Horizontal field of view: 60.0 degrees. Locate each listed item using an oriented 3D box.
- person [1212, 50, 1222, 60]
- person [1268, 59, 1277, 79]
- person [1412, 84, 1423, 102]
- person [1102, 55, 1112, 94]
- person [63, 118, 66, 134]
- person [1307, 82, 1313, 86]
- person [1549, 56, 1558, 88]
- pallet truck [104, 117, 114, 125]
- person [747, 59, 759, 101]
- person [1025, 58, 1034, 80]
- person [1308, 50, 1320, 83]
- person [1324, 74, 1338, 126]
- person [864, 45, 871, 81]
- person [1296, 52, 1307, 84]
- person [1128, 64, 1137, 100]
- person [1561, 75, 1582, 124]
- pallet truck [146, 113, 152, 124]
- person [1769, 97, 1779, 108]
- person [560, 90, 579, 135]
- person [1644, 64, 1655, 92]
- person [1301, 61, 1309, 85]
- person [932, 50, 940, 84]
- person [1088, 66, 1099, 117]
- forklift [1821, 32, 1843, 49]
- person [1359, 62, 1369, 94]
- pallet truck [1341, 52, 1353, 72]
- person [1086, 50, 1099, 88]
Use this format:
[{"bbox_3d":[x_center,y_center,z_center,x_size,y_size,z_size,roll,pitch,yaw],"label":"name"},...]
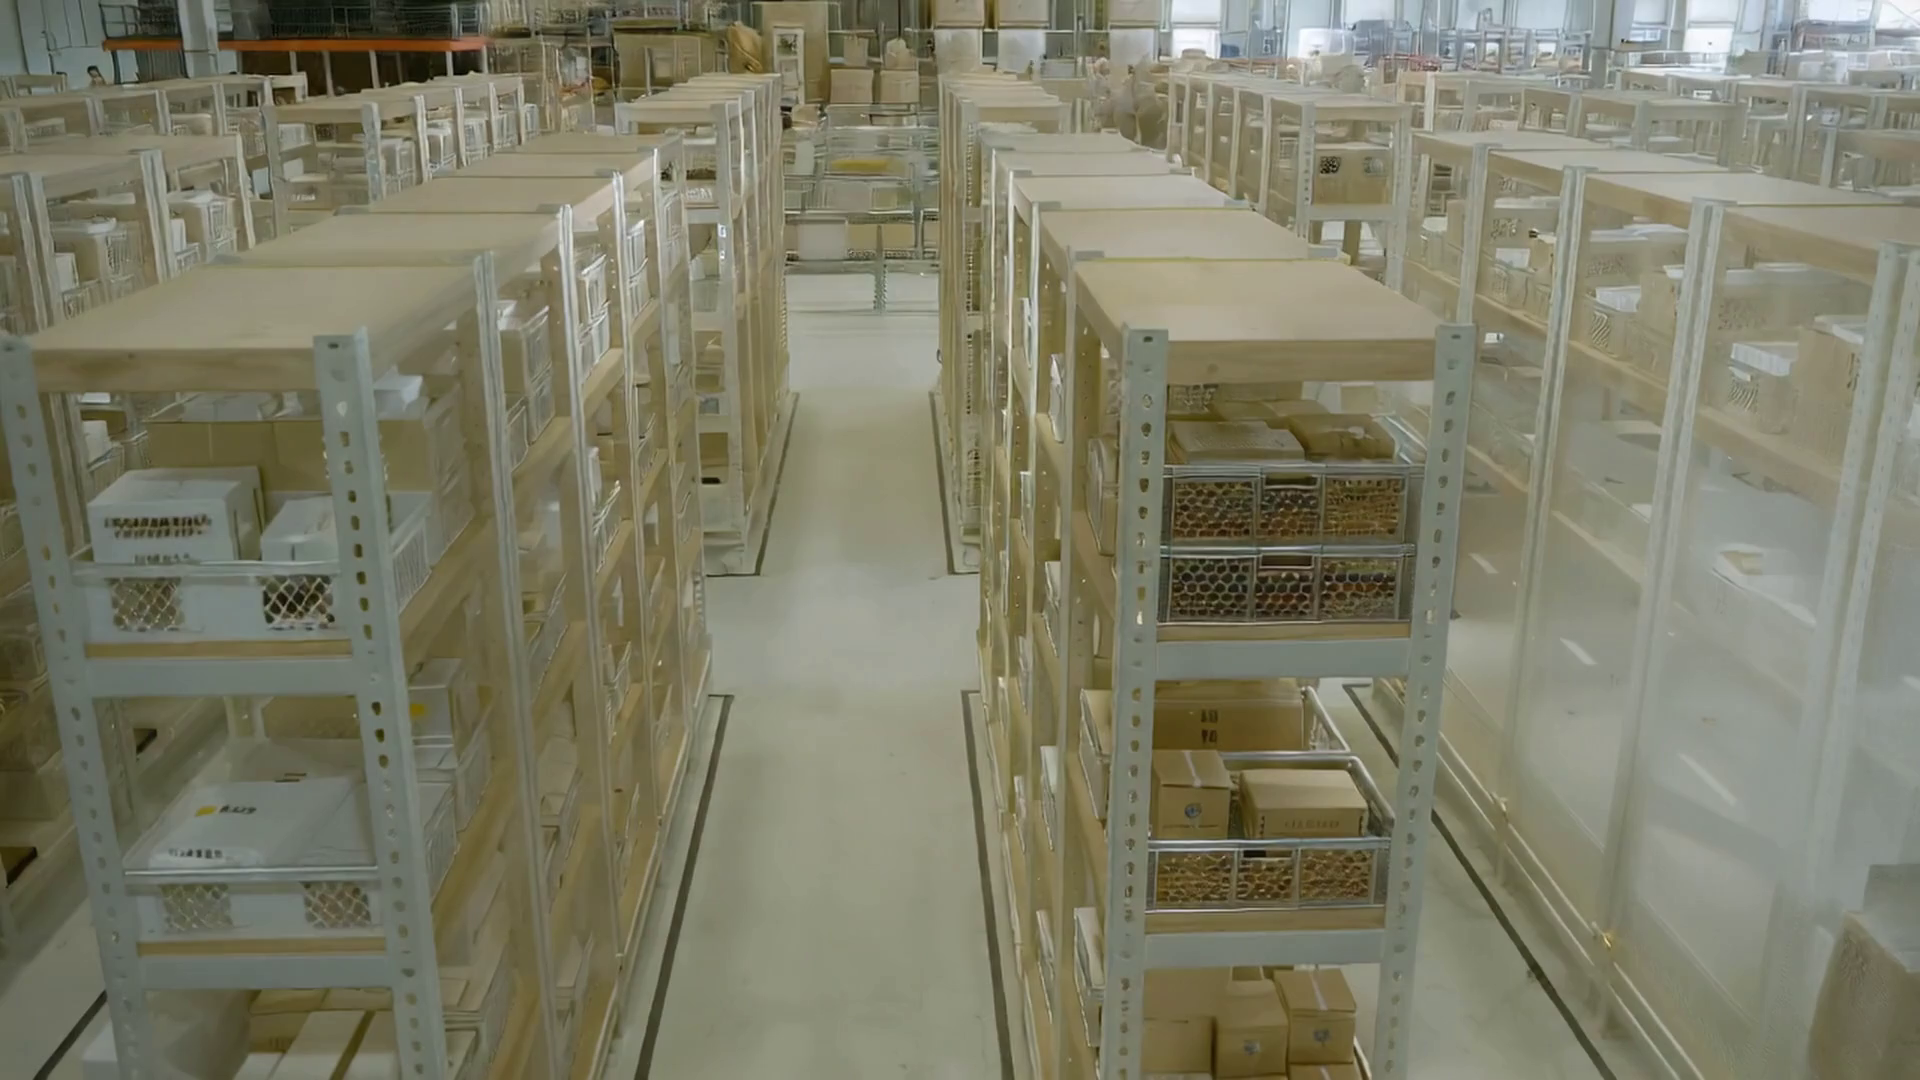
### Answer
[{"bbox_3d":[13.438,-24.625,87.008,0.585,1.917,0.381,-6,19,-19],"label":"person"},{"bbox_3d":[15.100,-22.390,80.460,0.548,1.688,0.323,-12,21,-33],"label":"person"},{"bbox_3d":[16.205,-15.535,58.857,0.565,1.925,0.429,-15,23,-38],"label":"person"},{"bbox_3d":[7.225,-22.890,81.787,0.455,1.823,0.629,17,24,42],"label":"person"},{"bbox_3d":[-22.973,-10.167,42.285,0.642,1.908,0.407,-9,20,-25],"label":"person"},{"bbox_3d":[11.935,-14.854,57.132,0.320,1.692,0.534,7,19,20],"label":"person"},{"bbox_3d":[27.980,-21.913,78.654,0.598,1.898,0.864,-14,23,-37],"label":"person"},{"bbox_3d":[-18.367,-7.885,35.078,1.885,1.965,0.823,1,18,2],"label":"pallet truck"},{"bbox_3d":[-9.286,-20.646,74.745,0.573,1.886,0.356,2,18,8],"label":"person"},{"bbox_3d":[3.371,-22.787,81.677,0.905,1.695,0.491,13,22,36],"label":"person"},{"bbox_3d":[18.959,-25.315,89.173,0.872,1.909,0.546,8,20,23],"label":"person"},{"bbox_3d":[13.221,-15.740,59.622,0.676,1.850,0.531,3,18,9],"label":"person"},{"bbox_3d":[-5.259,-27.086,94.514,0.393,1.996,0.622,-9,20,-27],"label":"person"},{"bbox_3d":[17.075,-23.382,83.126,0.352,1.937,0.635,-17,24,-42],"label":"person"},{"bbox_3d":[6.969,-18.312,67.472,0.392,1.919,0.589,-9,20,-27],"label":"person"},{"bbox_3d":[20.159,-14.309,54.888,0.689,2.000,0.539,10,20,28],"label":"person"},{"bbox_3d":[-18.087,-8.309,36.390,1.885,1.965,0.823,-1,18,-4],"label":"pallet truck"},{"bbox_3d":[30.381,-16.580,62.163,0.973,1.873,0.619,7,19,22],"label":"person"},{"bbox_3d":[-10.524,-11.049,44.789,0.608,2.048,0.364,9,20,25],"label":"person"},{"bbox_3d":[30.743,-20.429,74.098,0.567,1.878,0.350,-9,20,-26],"label":"person"},{"bbox_3d":[15.265,-20.404,74.137,0.965,1.794,0.551,8,20,24],"label":"person"},{"bbox_3d":[-1.319,-26.047,91.556,0.429,1.830,0.638,-2,18,-6],"label":"person"},{"bbox_3d":[5.248,-17.544,65.079,0.374,1.928,0.542,-13,22,-36],"label":"person"},{"bbox_3d":[46.003,-25.465,88.065,1.129,2.768,1.873,-1,18,-2],"label":"forklift"},{"bbox_3d":[17.359,-19.598,71.529,0.328,1.872,0.513,-6,19,-19],"label":"person"},{"bbox_3d":[18.794,-23.123,82.231,0.823,1.965,1.885,-13,22,-35],"label":"pallet truck"},{"bbox_3d":[6.937,-24.708,87.265,0.664,1.928,0.581,-3,18,-8],"label":"person"}]
